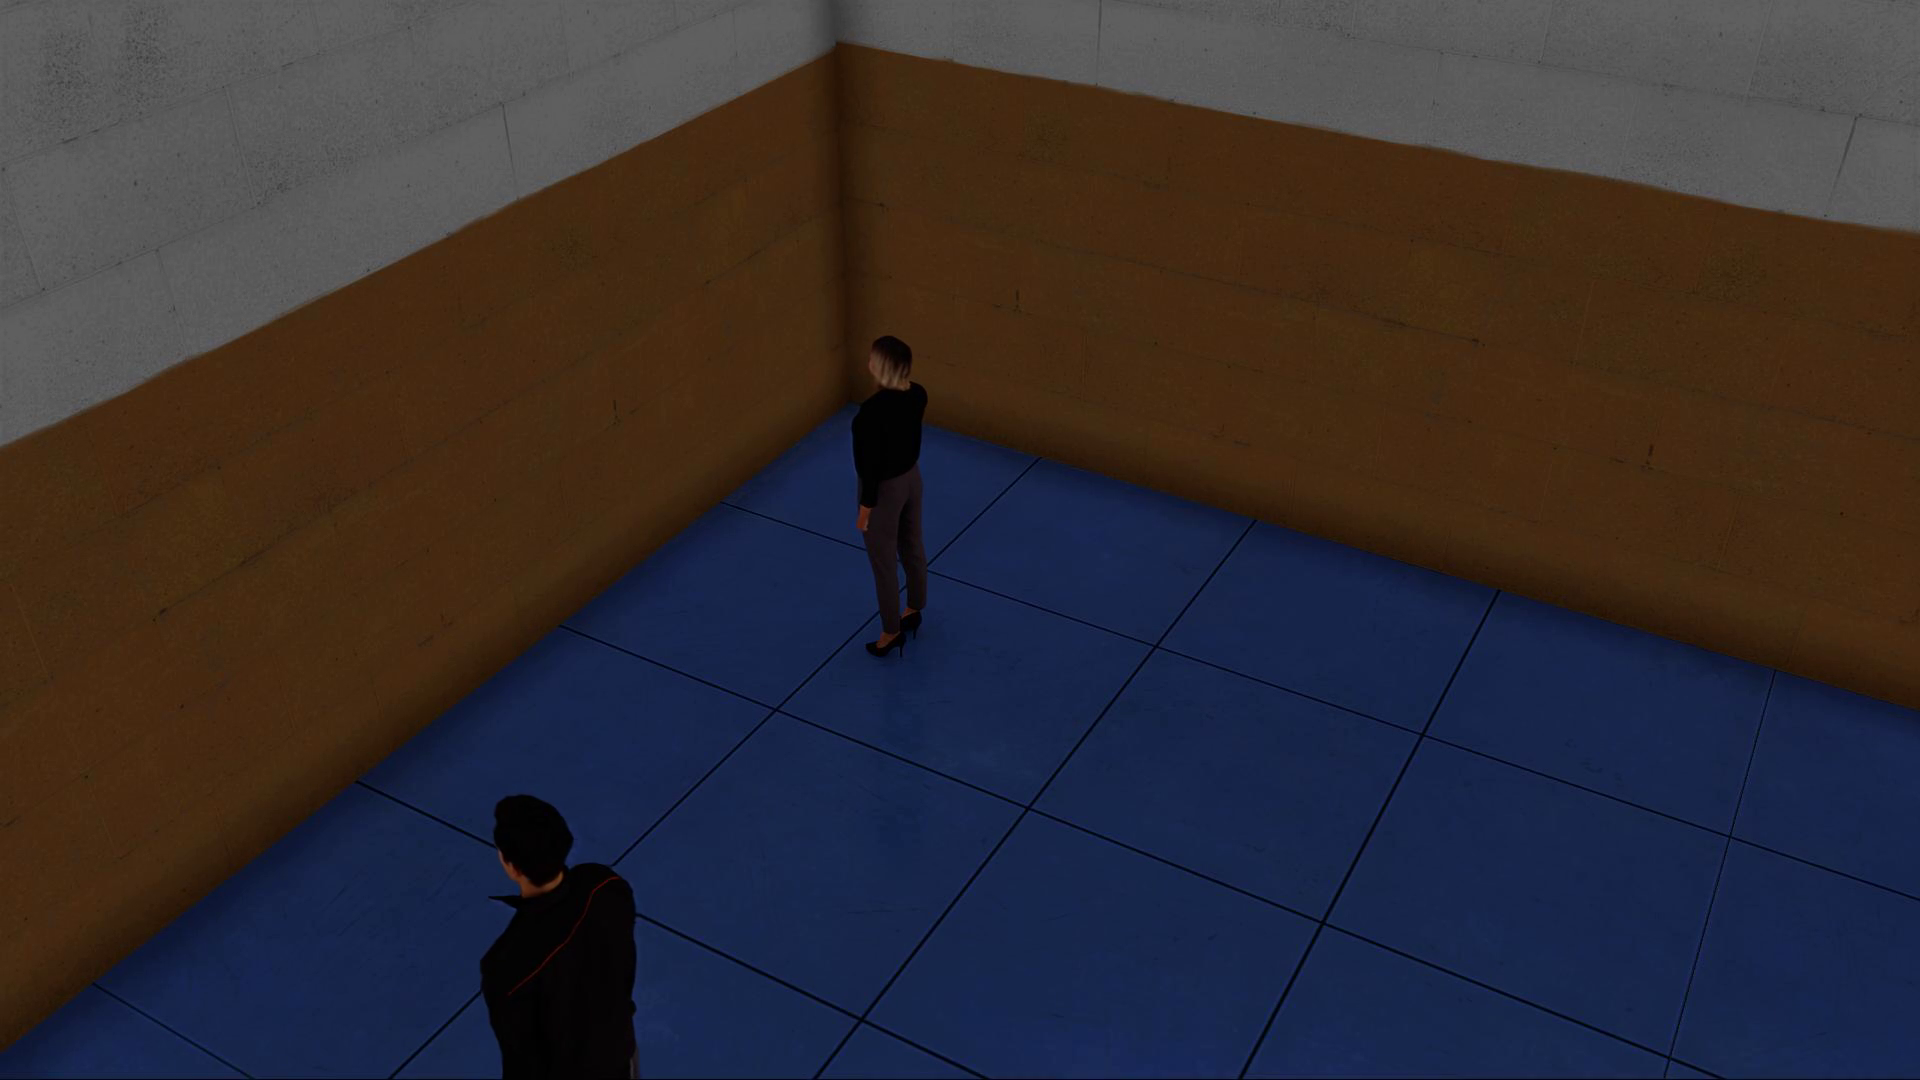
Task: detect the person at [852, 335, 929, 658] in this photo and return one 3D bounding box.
[{"bbox_3d":[-0.308,-0.188,7.729,0.659,1.672,0.466,20,39,27],"label":"person"}]

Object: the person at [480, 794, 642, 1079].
[{"bbox_3d":[-1.132,1.519,4.915,0.769,1.945,0.531,16,37,22],"label":"person"}]
